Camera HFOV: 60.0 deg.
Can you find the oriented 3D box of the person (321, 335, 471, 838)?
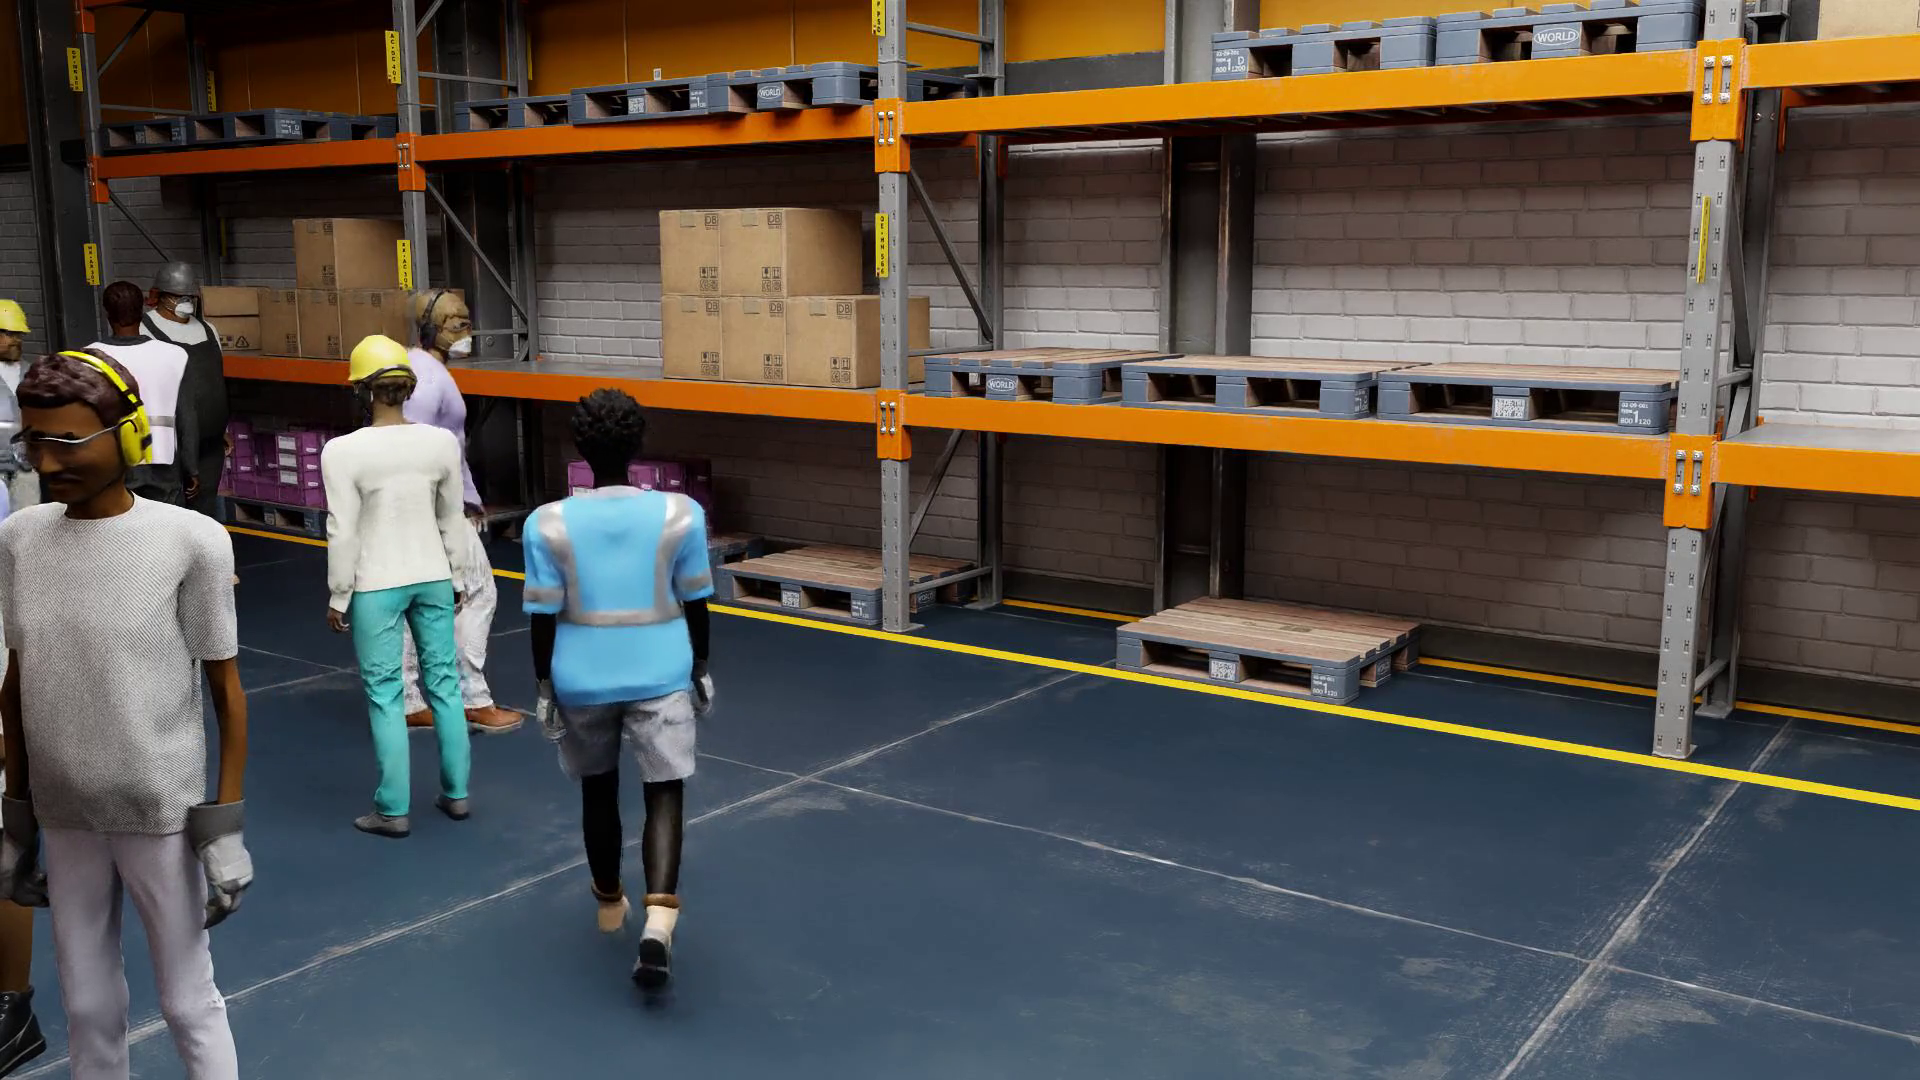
[{"bbox_3d":[-1.998,0.163,5.891,0.330,1.765,0.533,9,13,42],"label":"person"}]

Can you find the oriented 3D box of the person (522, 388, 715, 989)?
[{"bbox_3d":[-0.954,0.407,4.700,0.535,1.674,0.765,-2,10,-9],"label":"person"}]

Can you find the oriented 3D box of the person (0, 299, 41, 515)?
[{"bbox_3d":[-5.481,-0.452,9.439,0.607,1.814,0.604,4,10,22],"label":"person"}]

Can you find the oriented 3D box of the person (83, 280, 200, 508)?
[{"bbox_3d":[-4.264,-0.377,8.639,0.593,1.922,0.392,-6,11,-30],"label":"person"}]

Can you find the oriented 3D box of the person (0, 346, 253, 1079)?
[{"bbox_3d":[-1.636,0.559,3.241,0.516,1.865,0.329,1,10,5],"label":"person"}]

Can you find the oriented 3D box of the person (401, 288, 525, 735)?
[{"bbox_3d":[-2.157,-0.104,7.070,0.719,1.901,0.659,-4,10,-24],"label":"person"}]

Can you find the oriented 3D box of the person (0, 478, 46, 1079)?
[{"bbox_3d":[-2.527,0.386,4.044,0.547,1.939,0.376,5,11,26],"label":"person"}]

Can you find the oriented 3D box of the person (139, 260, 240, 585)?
[{"bbox_3d":[-4.716,-0.691,10.152,0.536,2.000,0.675,5,11,28],"label":"person"}]
